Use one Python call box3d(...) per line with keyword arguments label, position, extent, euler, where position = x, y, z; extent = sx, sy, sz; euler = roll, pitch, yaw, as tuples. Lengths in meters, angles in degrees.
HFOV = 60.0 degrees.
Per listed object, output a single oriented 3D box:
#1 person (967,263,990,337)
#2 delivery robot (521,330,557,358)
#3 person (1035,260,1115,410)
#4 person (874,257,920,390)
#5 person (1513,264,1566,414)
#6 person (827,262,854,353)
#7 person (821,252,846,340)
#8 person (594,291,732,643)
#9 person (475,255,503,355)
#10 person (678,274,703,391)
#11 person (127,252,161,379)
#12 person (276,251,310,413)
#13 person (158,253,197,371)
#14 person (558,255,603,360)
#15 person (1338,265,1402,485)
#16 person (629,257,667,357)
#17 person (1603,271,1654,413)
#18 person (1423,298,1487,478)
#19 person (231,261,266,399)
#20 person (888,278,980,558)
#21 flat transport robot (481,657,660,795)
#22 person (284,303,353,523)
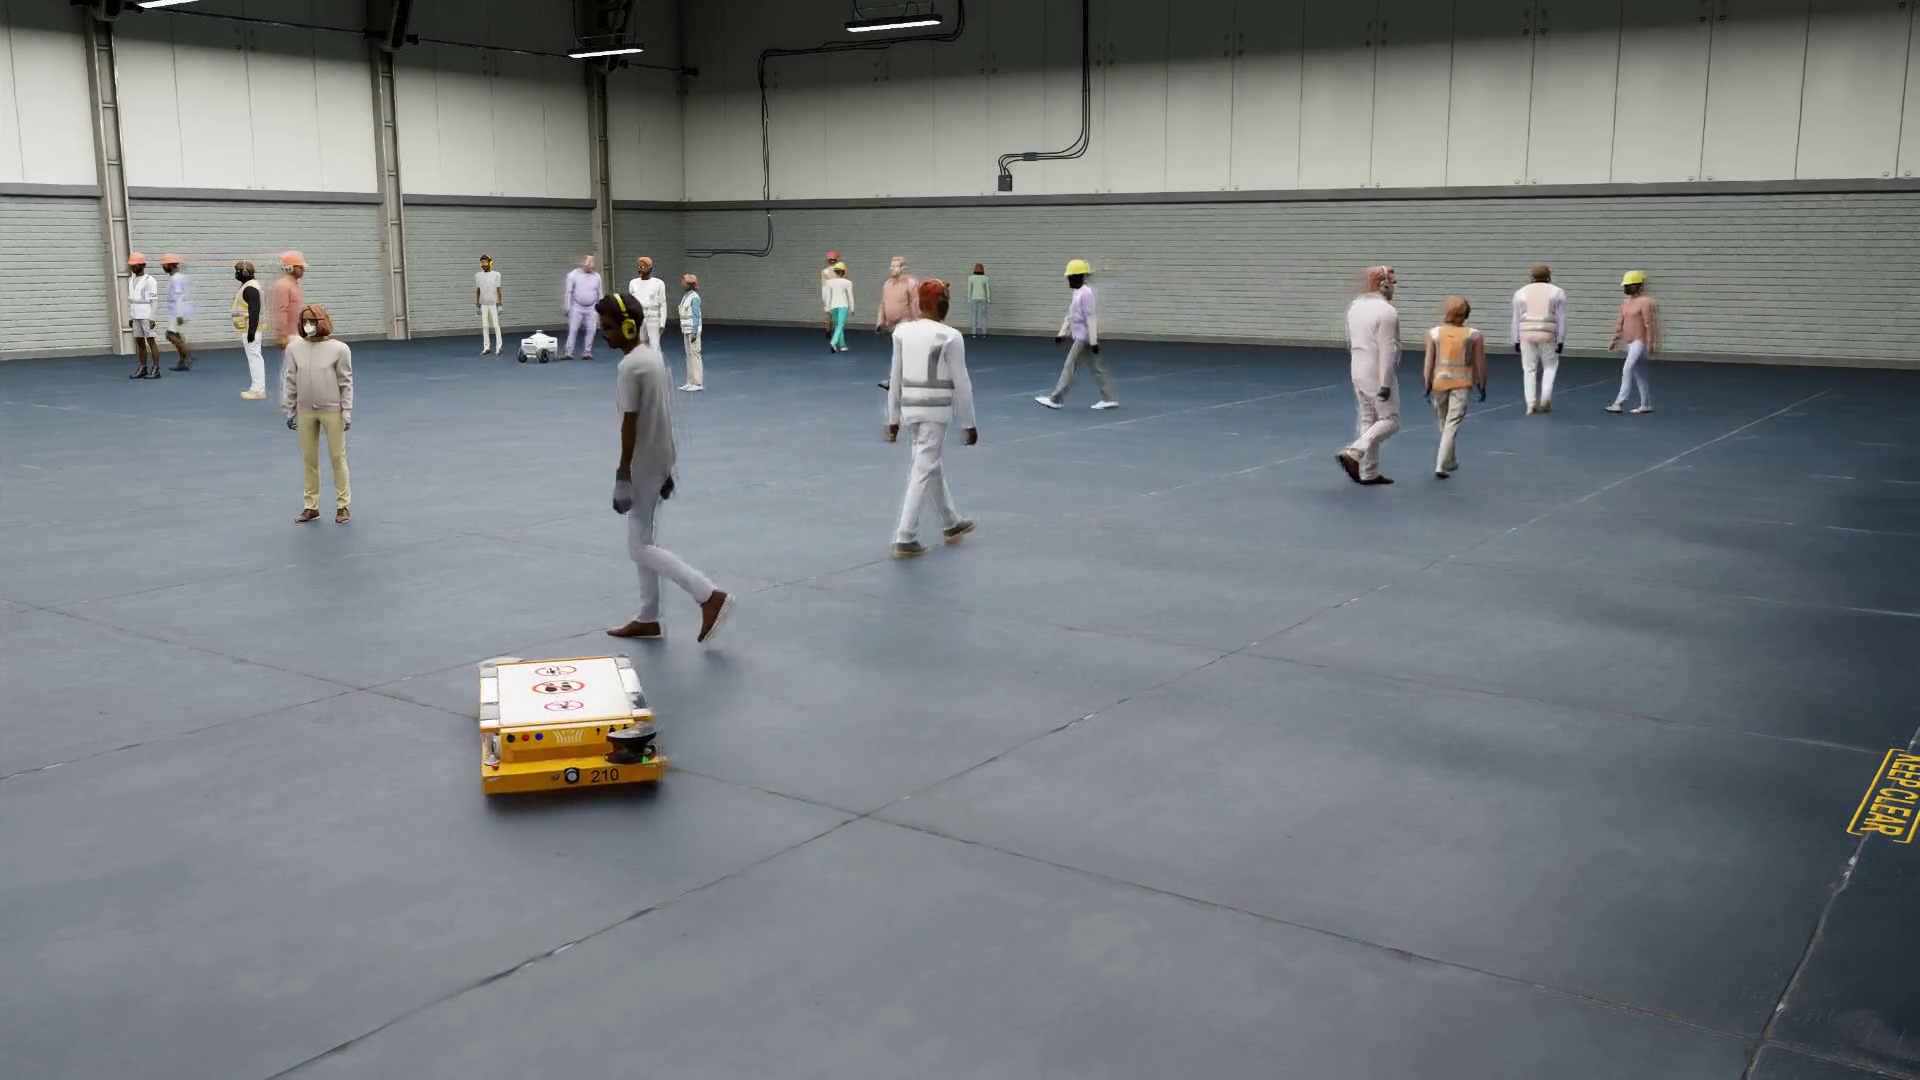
box3d(label="person", position=(0.414, -5.301, 36.818), extent=(0.502, 1.632, 0.277), euler=(0, 10, 2))
box3d(label="delivery robot", position=(-7.352, -3.426, 29.077), extent=(0.477, 0.478, 0.707), euler=(3, 11, 18))
box3d(label="person", position=(1.482, -2.545, 20.735), extent=(1.037, 1.863, 0.584), euler=(0, 10, -2))
box3d(label="person", position=(-0.923, -3.046, 23.509), extent=(0.962, 1.868, 0.639), euler=(-9, 14, -42))
box3d(label="person", position=(7.060, -2.447, 20.298), extent=(0.630, 1.824, 0.458), euler=(5, 11, 27))
box3d(label="person", position=(-2.303, -4.424, 31.634), extent=(0.534, 1.732, 0.847), euler=(4, 11, 23))
box3d(label="person", position=(-2.706, -5.214, 35.618), extent=(0.552, 1.897, 0.861), euler=(-1, 10, -8))
box3d(label="person", position=(-1.531, -0.351, 8.535), extent=(0.647, 1.842, 0.588), euler=(1, 10, 3))
box3d(label="person", position=(-8.766, -4.366, 30.959), extent=(0.514, 1.864, 0.317), euler=(1, 10, 6))
box3d(label="person", position=(-3.794, -2.922, 23.470), extent=(0.307, 1.644, 0.514), euler=(-5, 11, -27))
box3d(label="person", position=(-12.544, -3.434, 25.505), extent=(0.545, 1.942, 0.349), euler=(4, 11, 22))
box3d(label="person", position=(-8.029, -2.530, 20.339), extent=(0.705, 1.970, 0.653), euler=(-1, 10, -6))
box3d(label="person", position=(-12.750, -3.687, 26.986), extent=(0.410, 1.914, 0.569), euler=(-6, 12, -29))
box3d(label="person", position=(-6.748, -4.122, 29.584), extent=(0.844, 1.865, 0.393), euler=(-5, 11, -25))
box3d(label="person", position=(3.498, -1.381, 14.156), extent=(0.539, 1.893, 0.648), euler=(-3, 11, -17))
box3d(label="person", position=(-4.420, -3.040, 23.457), extent=(0.584, 1.882, 0.345), euler=(3, 11, 19))
box3d(label="person", position=(8.124, -2.387, 20.218), extent=(0.835, 1.729, 0.527), euler=(-2, 10, -9))
box3d(label="person", position=(4.427, -1.362, 14.898), extent=(0.526, 1.594, 0.886), euler=(6, 12, 32))
box3d(label="person", position=(-9.520, -2.809, 22.279), extent=(0.429, 1.842, 0.633), euler=(-5, 11, -25))
box3d(label="person", position=(-0.138, -0.827, 11.197), extent=(0.604, 1.832, 0.967), euler=(9, 13, 41))
box3d(label="flat transport robot", position=(-1.649, 0.722, 6.902), extent=(0.652, 0.197, 1.431), euler=(-3, 10, -16))
box3d(label="person", position=(-4.771, -0.940, 12.397), extent=(0.500, 1.633, 0.284), euler=(0, 10, 0))
